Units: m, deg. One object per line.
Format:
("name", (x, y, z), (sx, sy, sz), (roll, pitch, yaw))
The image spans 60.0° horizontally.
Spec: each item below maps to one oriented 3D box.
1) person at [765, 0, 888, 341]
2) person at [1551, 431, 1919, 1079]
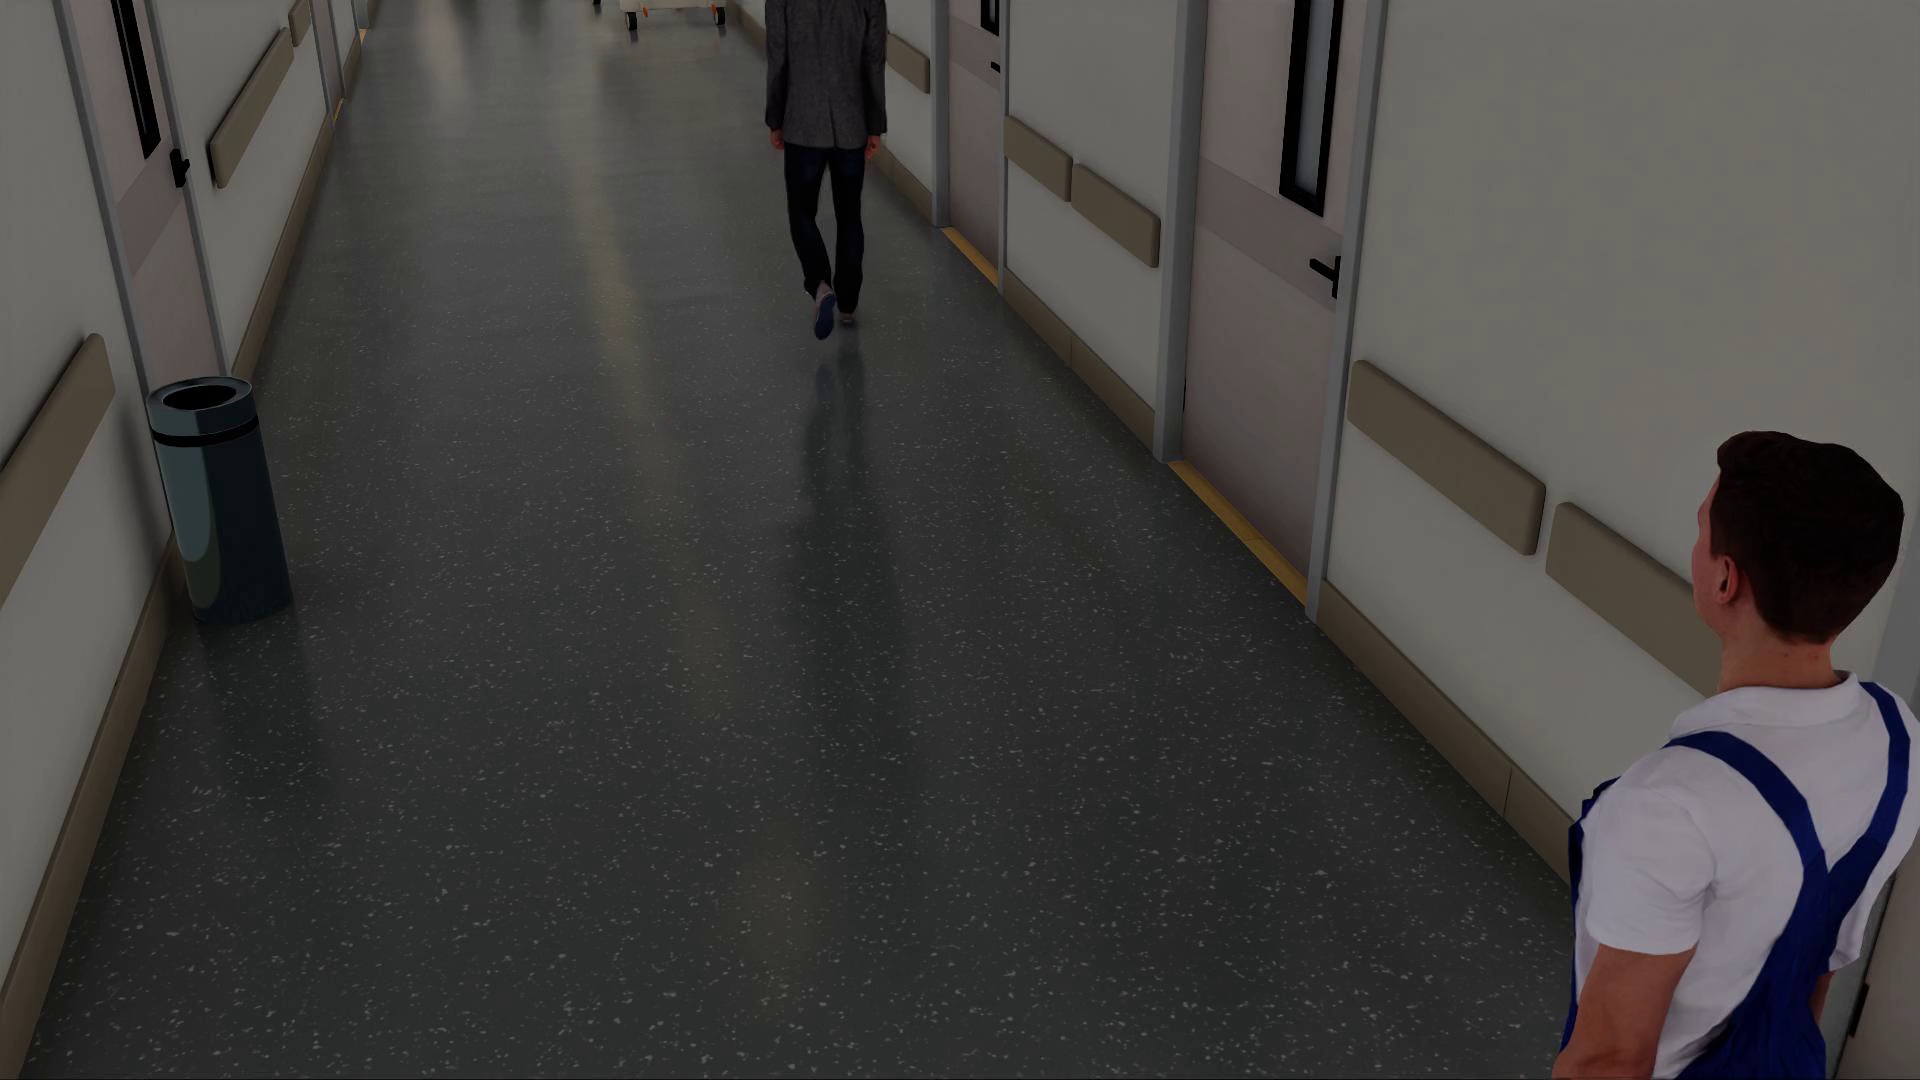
("person", (-0.585, -1.781, 7.305), (0.972, 1.847, 0.795), (-4, 26, -9))
("person", (0.893, 0.739, 2.077), (0.570, 1.849, 0.735), (-12, 28, -24))
